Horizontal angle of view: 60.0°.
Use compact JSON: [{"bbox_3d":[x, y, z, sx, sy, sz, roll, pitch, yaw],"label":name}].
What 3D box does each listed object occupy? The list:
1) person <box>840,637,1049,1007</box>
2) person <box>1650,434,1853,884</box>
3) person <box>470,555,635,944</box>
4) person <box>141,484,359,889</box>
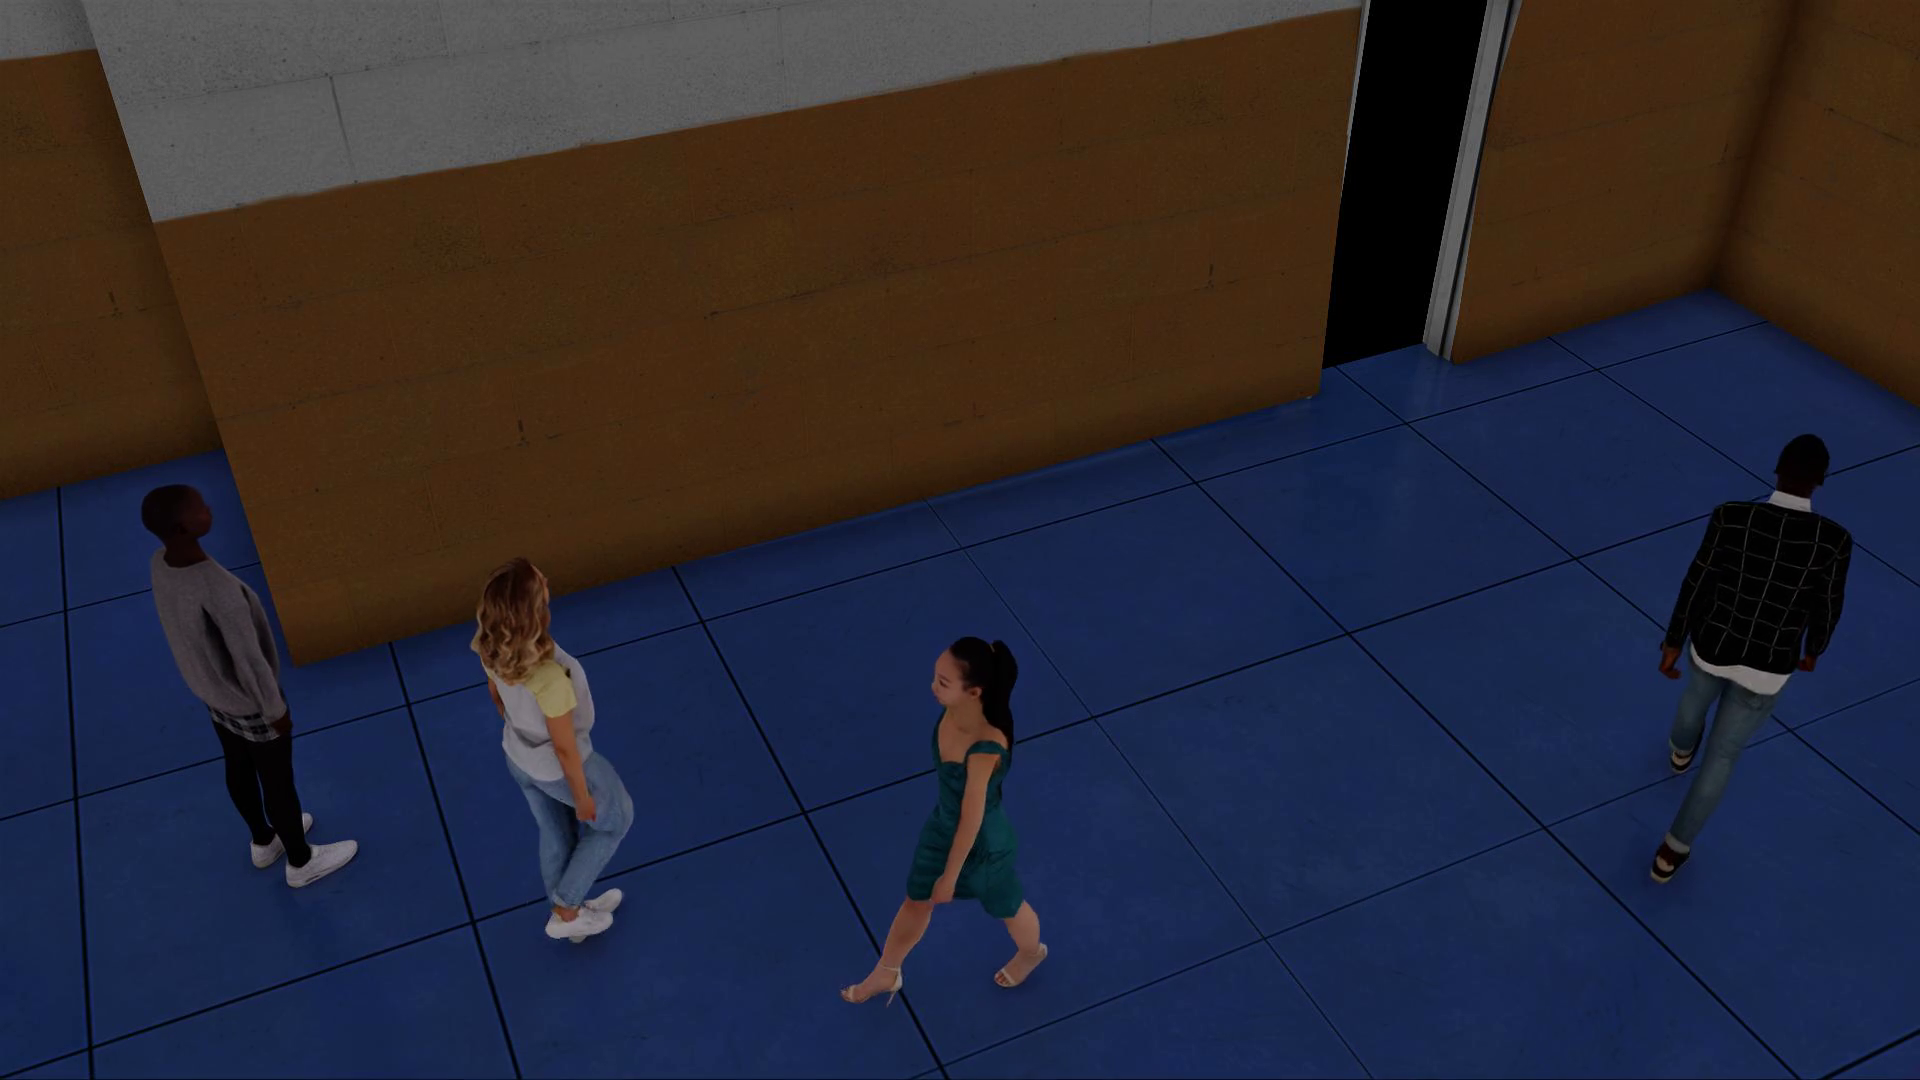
[{"bbox_3d":[0.124,0.981,5.518,0.699,1.649,0.941,-12,39,-16],"label":"person"},{"bbox_3d":[2.831,0.487,6.073,1.226,1.772,1.120,23,43,27],"label":"person"},{"bbox_3d":[-1.454,0.811,5.675,0.705,1.718,0.806,27,45,31],"label":"person"},{"bbox_3d":[-2.623,0.542,6.001,0.634,1.771,0.753,24,43,28],"label":"person"}]
